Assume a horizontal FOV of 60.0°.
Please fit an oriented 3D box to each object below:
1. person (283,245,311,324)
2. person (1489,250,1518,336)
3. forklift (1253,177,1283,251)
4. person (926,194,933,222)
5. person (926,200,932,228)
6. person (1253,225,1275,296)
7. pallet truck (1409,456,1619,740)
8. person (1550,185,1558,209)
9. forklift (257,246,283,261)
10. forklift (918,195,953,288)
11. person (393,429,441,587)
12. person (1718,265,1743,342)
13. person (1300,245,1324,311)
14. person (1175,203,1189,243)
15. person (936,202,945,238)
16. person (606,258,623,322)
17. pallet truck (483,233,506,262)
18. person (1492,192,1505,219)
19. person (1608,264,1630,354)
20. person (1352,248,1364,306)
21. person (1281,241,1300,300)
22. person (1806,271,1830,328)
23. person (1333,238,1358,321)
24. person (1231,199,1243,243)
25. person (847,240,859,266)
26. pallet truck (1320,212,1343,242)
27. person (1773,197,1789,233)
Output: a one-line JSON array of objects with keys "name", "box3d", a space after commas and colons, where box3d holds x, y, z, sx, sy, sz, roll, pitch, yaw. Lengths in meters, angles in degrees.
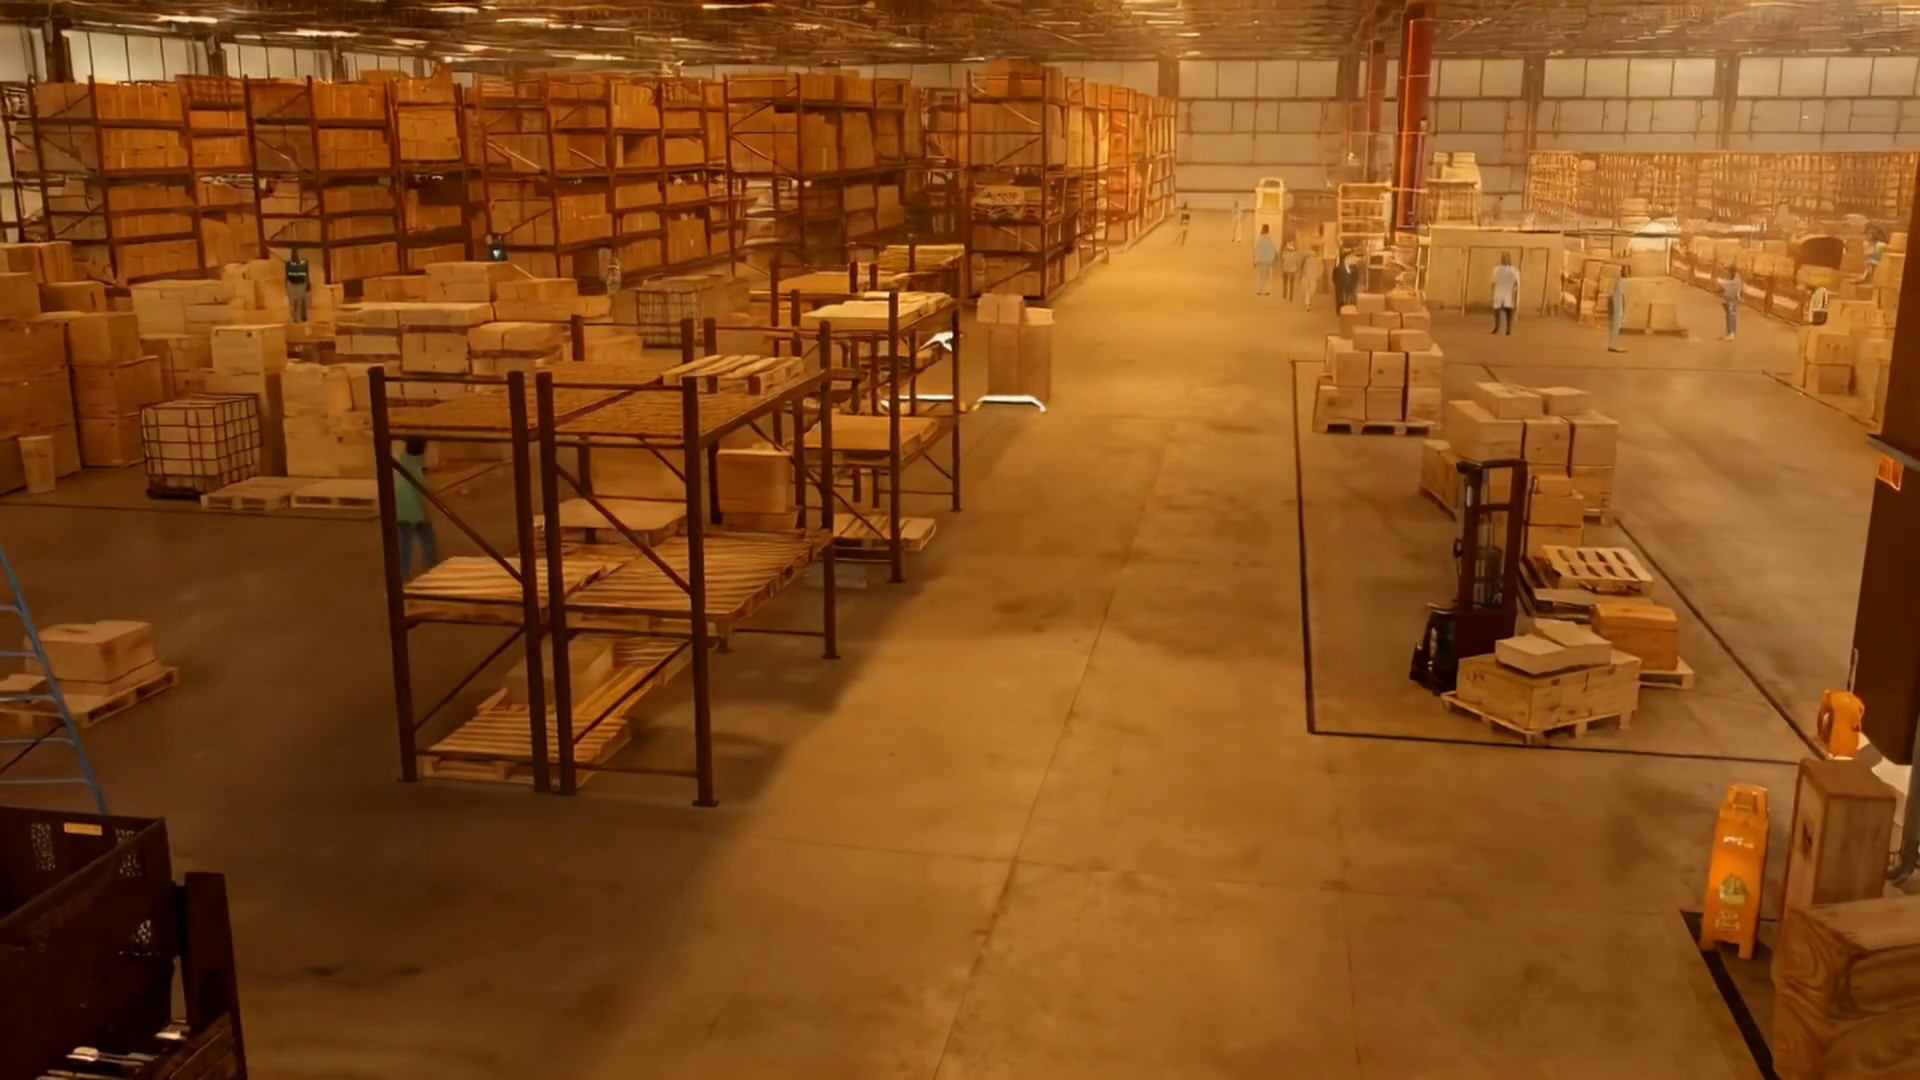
[{"name": "person", "box3d": [-16.064, -6.182, 40.309, 0.592, 1.911, 0.385, -12, 18, -40]}, {"name": "person", "box3d": [12.398, -5.628, 37.966, 0.598, 1.958, 0.385, 10, 17, 34]}, {"name": "forklift", "box3d": [12.083, -12.747, 64.956, 1.129, 2.768, 1.873, 3, 14, 10]}, {"name": "person", "box3d": [-1.606, -17.193, 85.303, 0.317, 1.767, 0.535, -9, 16, -31]}, {"name": "person", "box3d": [-1.558, -14.701, 75.136, 0.594, 1.787, 0.890, 4, 14, 16]}, {"name": "person", "box3d": [8.649, -7.953, 47.312, 0.611, 1.996, 0.378, -3, 14, -10]}, {"name": "pallet truck", "box3d": [4.504, 0.400, 13.395, 0.823, 1.965, 1.885, -6, 15, -23]}, {"name": "person", "box3d": [31.445, -17.924, 88.103, 0.376, 1.844, 0.571, -2, 14, -10]}, {"name": "forklift", "box3d": [-20.464, -9.285, 50.903, 1.873, 2.768, 1.129, 3, 14, 10]}, {"name": "forklift", "box3d": [-0.706, -8.413, 47.361, 1.129, 2.768, 1.873, 3, 14, 10]}, {"name": "person", "box3d": [-5.351, -0.252, 16.274, 0.581, 1.892, 0.596, 3, 14, 11]}, {"name": "person", "box3d": [17.175, -5.255, 36.995, 0.320, 1.693, 0.537, -1, 14, -2]}, {"name": "person", "box3d": [9.182, -6.829, 43.324, 0.594, 1.706, 0.826, 1, 14, 3]}, {"name": "person", "box3d": [9.298, -13.271, 69.598, 0.543, 1.643, 0.870, 0, 14, 0]}, {"name": "person", "box3d": [-0.708, -11.769, 62.823, 1.079, 1.978, 0.606, 1, 14, 5]}, {"name": "person", "box3d": [-8.417, -6.026, 40.264, 0.504, 1.614, 0.536, 8, 16, 29]}, {"name": "pallet truck", "box3d": [-11.832, -7.026, 43.548, 1.885, 1.965, 0.823, 8, 16, 28]}, {"name": "person", "box3d": [23.924, -14.460, 73.862, 0.631, 1.929, 0.441, -4, 14, -15]}, {"name": "person", "box3d": [13.929, -4.878, 35.080, 0.329, 1.876, 0.515, 1, 14, 6]}, {"name": "person", "box3d": [9.844, -6.420, 41.602, 0.656, 1.732, 0.542, 10, 17, 36]}, {"name": "person", "box3d": [9.185, -7.481, 46.172, 0.504, 1.624, 0.339, 1, 14, 5]}, {"name": "person", "box3d": [16.850, -4.349, 32.831, 0.526, 1.920, 0.580, 12, 18, 40]}, {"name": "person", "box3d": [9.531, -6.397, 40.904, 0.537, 2.000, 0.678, -11, 18, -38]}, {"name": "person", "box3d": [11.596, -13.370, 69.676, 0.404, 1.823, 0.590, -11, 17, -37]}, {"name": "person", "box3d": [-2.722, -6.706, 42.482, 0.342, 1.882, 0.579, -1, 14, -6]}, {"name": "pallet truck", "box3d": [15.874, -13.227, 70.310, 0.680, 1.201, 1.601, 10, 17, 35]}, {"name": "person", "box3d": [35.780, -13.995, 72.298, 0.949, 1.787, 0.591, 4, 14, 16]}]
